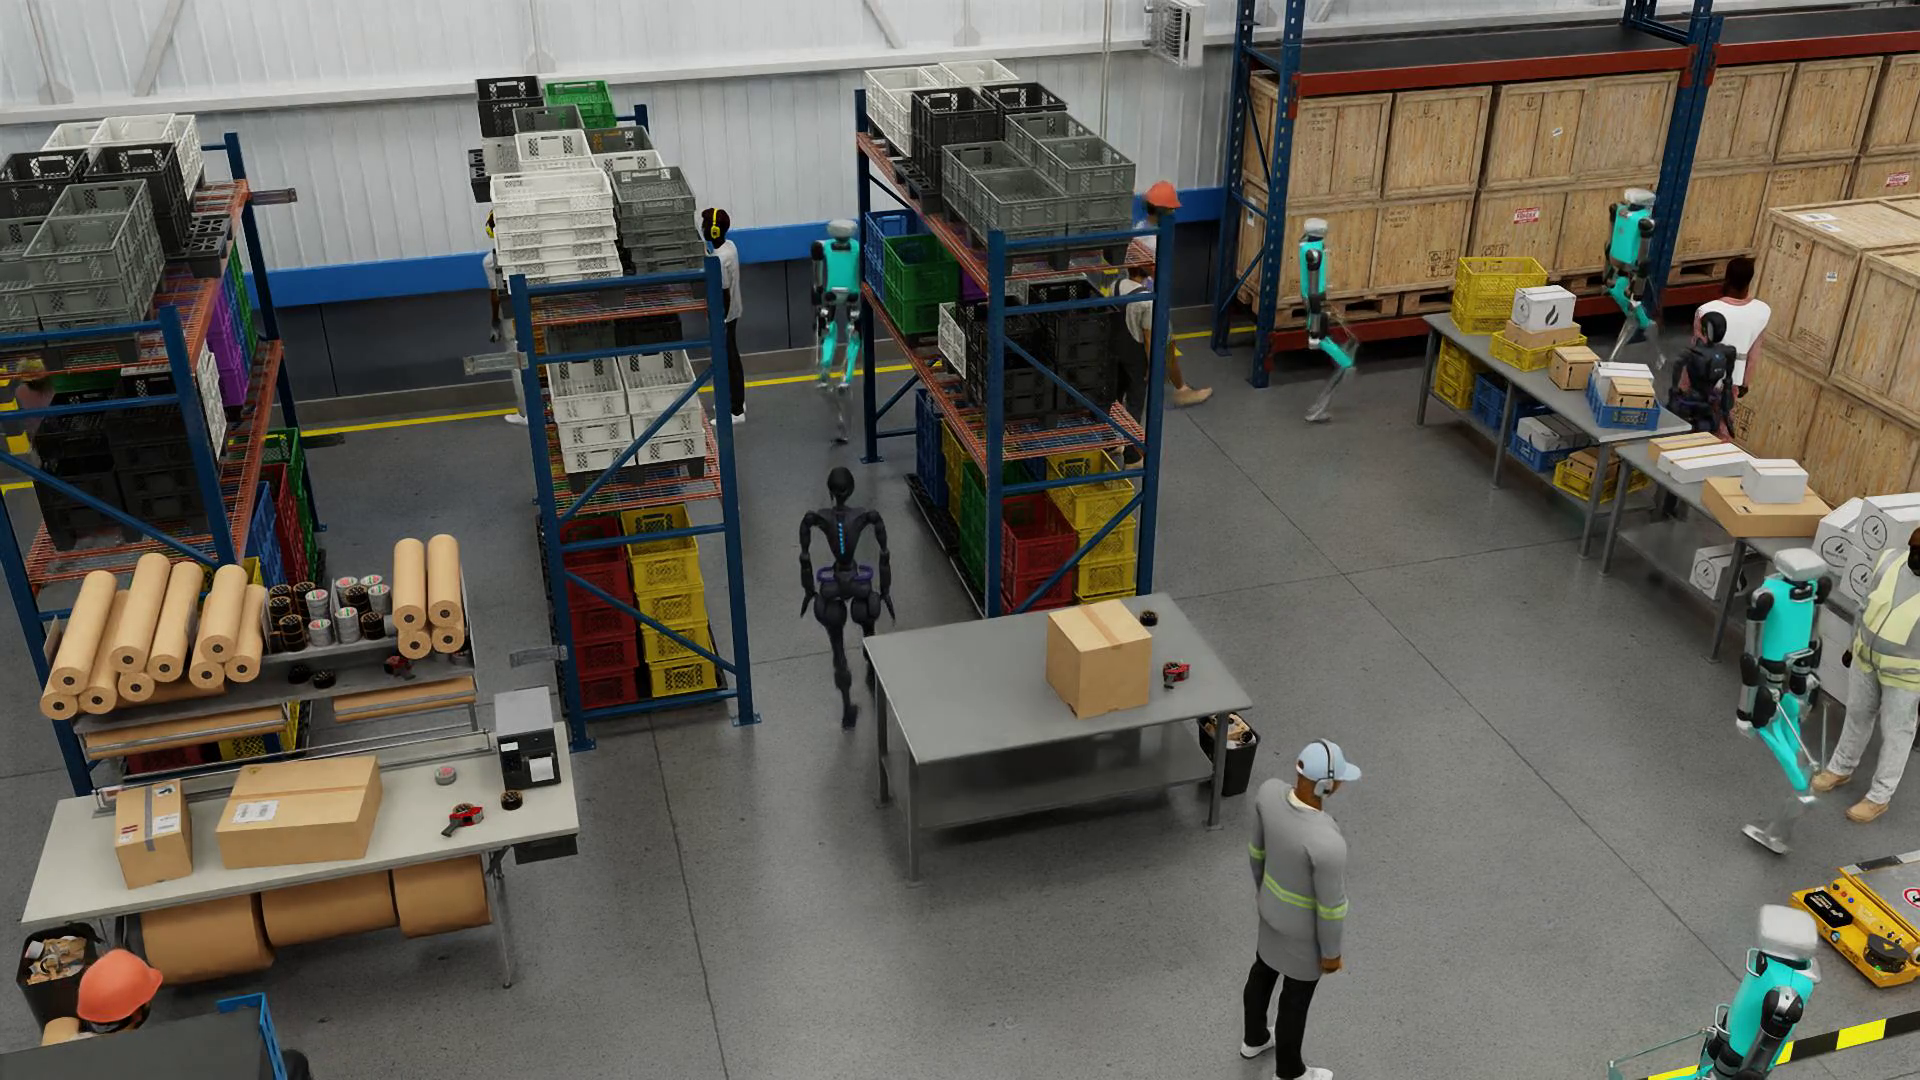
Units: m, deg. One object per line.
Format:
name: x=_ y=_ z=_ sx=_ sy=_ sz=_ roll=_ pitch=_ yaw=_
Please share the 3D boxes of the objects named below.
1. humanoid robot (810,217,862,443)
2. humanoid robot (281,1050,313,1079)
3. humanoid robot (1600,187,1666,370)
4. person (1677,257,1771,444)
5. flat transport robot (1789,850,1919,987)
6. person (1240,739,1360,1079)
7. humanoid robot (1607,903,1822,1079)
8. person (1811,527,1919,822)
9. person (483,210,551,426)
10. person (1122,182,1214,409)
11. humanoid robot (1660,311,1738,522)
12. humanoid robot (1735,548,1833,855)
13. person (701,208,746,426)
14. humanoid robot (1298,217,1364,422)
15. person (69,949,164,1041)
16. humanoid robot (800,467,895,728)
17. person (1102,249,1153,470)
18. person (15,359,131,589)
humanoid robot: x=-1.006 y=-1.643 z=13.709 sx=0.531 sy=1.859 sz=0.874 roll=4 pitch=29 yaw=7
humanoid robot: x=-2.311 y=2.474 z=6.217 sx=0.609 sy=1.645 sz=0.425 roll=-1 pitch=29 yaw=-2
humanoid robot: x=6.122 y=-2.265 z=14.820 sx=0.879 sy=1.829 sz=0.548 roll=-9 pitch=30 yaw=-16
person: x=5.755 y=-1.213 z=12.657 sx=0.598 sy=1.917 sz=0.377 roll=-5 pitch=29 yaw=-8
flat transport robot: x=5.163 y=1.916 z=8.676 sx=1.431 sy=0.231 sz=0.659 roll=-8 pitch=30 yaw=-14
person: x=1.532 y=1.677 z=7.472 sx=0.400 sy=1.847 sz=0.587 roll=-13 pitch=31 yaw=-22
humanoid robot: x=2.889 y=2.108 z=6.666 sx=0.735 sy=1.673 sz=0.533 roll=13 pitch=31 yaw=22
person: x=5.185 y=0.714 z=9.242 sx=0.429 sy=1.837 sz=0.622 roll=-10 pitch=30 yaw=-18
person: x=-3.713 y=-1.850 z=13.876 sx=0.331 sy=1.861 sz=0.516 roll=21 pitch=35 yaw=33
person: x=1.715 y=-2.050 z=14.098 sx=0.926 sy=1.993 sz=0.619 roll=-5 pitch=29 yaw=-9
humanoid robot: x=5.484 y=-0.884 z=12.306 sx=0.600 sy=1.655 sz=0.428 roll=-9 pitch=30 yaw=-16
humanoid robot: x=4.502 y=1.012 z=8.932 sx=0.533 sy=1.895 sz=0.788 roll=-12 pitch=31 yaw=-21
person: x=-1.983 y=-1.863 z=13.889 sx=0.324 sy=1.871 sz=0.525 roll=-1 pitch=29 yaw=-1
humanoid robot: x=3.131 y=-1.801 z=13.922 sx=0.745 sy=1.795 sz=0.539 roll=3 pitch=29 yaw=6
person: x=-2.963 y=2.322 z=6.222 sx=0.544 sy=1.928 sz=0.394 roll=12 pitch=31 yaw=20
humanoid robot: x=-0.692 y=0.299 z=10.180 sx=0.584 sy=1.638 sz=0.714 roll=-1 pitch=29 yaw=-2
person: x=1.352 y=-1.434 z=13.148 sx=0.345 sy=1.837 sz=0.500 roll=-20 pitch=35 yaw=-32
person: x=-6.324 y=-0.602 z=11.760 sx=0.539 sy=1.708 sz=0.912 roll=5 pitch=29 yaw=9
